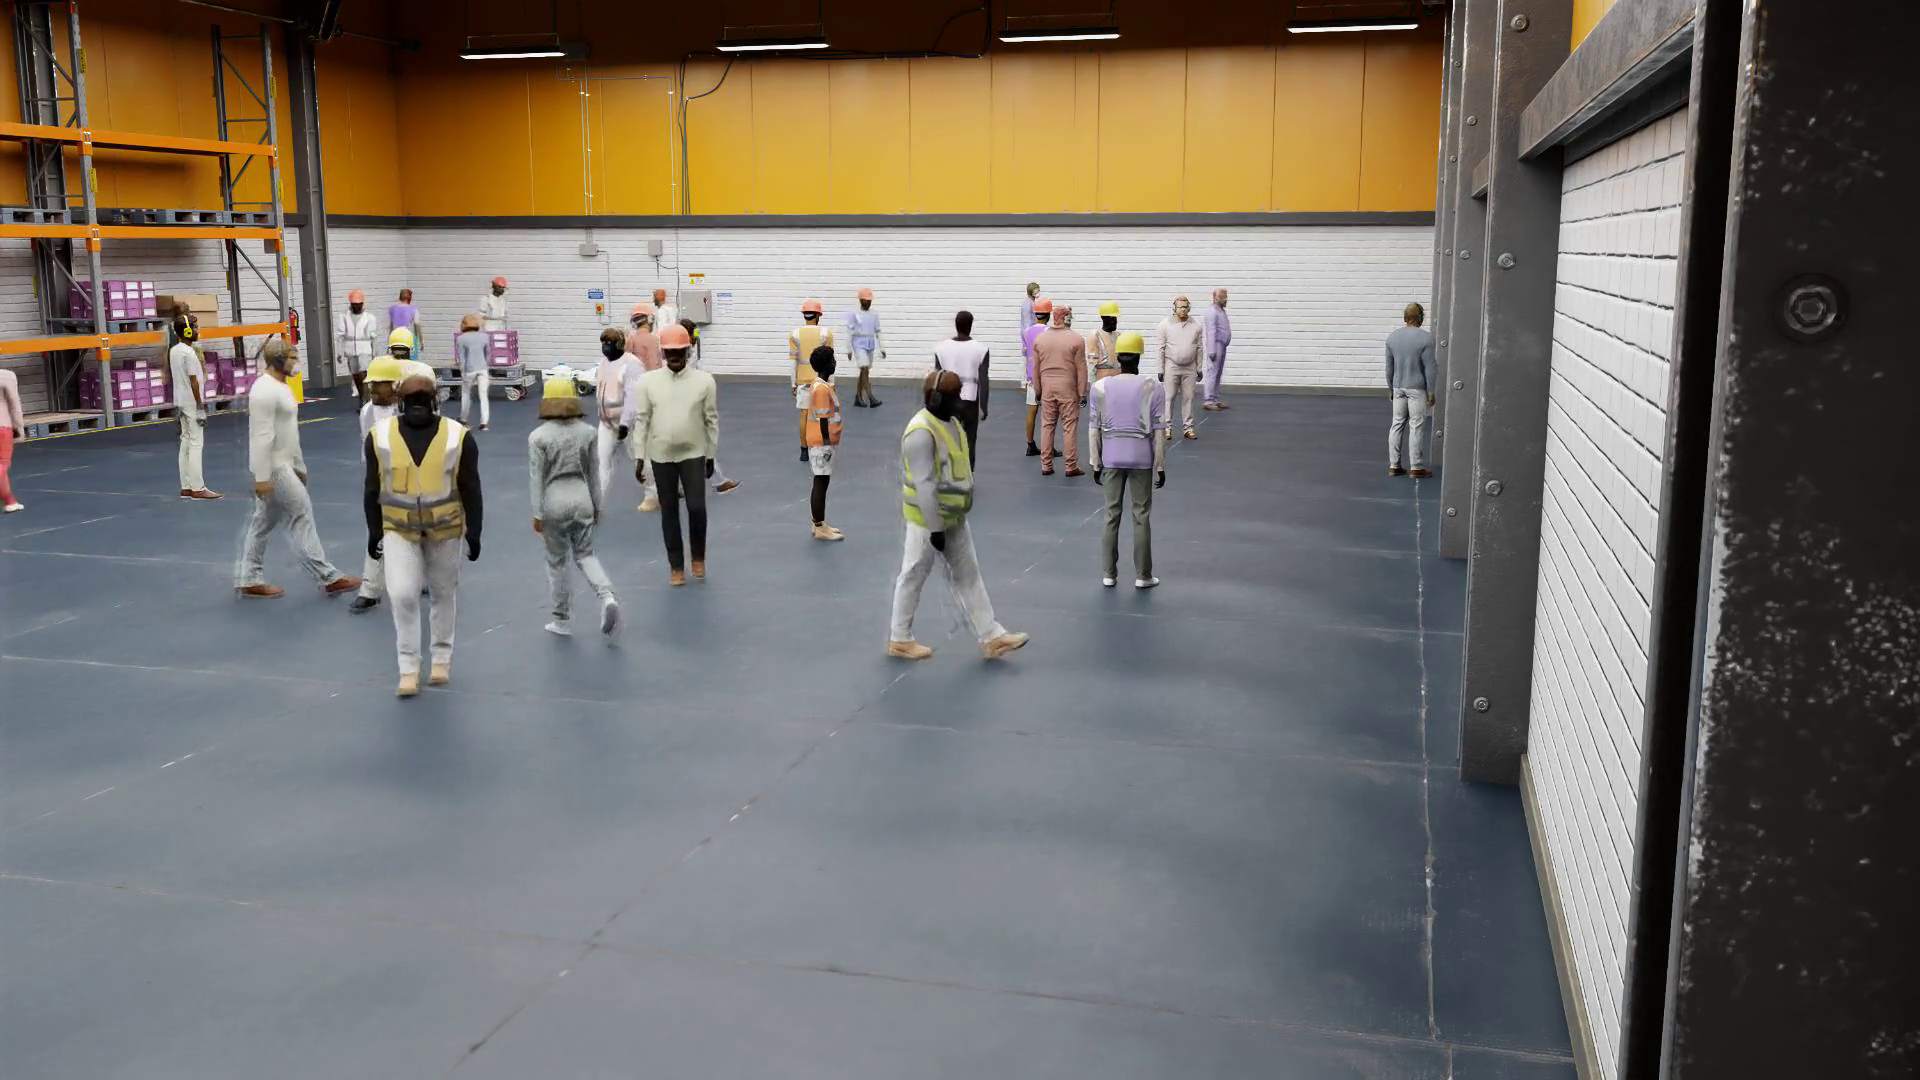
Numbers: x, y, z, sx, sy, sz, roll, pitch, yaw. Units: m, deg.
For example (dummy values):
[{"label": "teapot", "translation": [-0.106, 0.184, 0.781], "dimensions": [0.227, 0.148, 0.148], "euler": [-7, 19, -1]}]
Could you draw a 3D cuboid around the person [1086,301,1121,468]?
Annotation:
[{"label": "person", "translation": [1.705, -1.810, 19.321], "dimensions": [0.363, 1.928, 0.587], "euler": [8, 13, 40]}]

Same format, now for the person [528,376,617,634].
[{"label": "person", "translation": [-2.519, -0.200, 10.818], "dimensions": [0.487, 1.724, 0.618], "euler": [-8, 13, -38]}]

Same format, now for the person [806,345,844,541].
[{"label": "person", "translation": [-1.182, -0.845, 14.498], "dimensions": [0.317, 1.700, 0.538], "euler": [-1, 10, -8]}]

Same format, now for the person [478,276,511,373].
[{"label": "person", "translation": [-8.634, -3.886, 30.856], "dimensions": [0.607, 2.016, 0.673], "euler": [8, 13, 40]}]

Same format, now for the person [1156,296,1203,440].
[{"label": "person", "translation": [2.914, -2.270, 22.014], "dimensions": [0.646, 1.902, 0.399], "euler": [-2, 10, -10]}]

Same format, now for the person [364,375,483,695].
[{"label": "person", "translation": [-3.059, -0.022, 9.489], "dimensions": [0.662, 1.818, 0.728], "euler": [-3, 10, -14]}]

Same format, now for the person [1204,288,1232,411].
[{"label": "person", "translation": [4.042, -2.983, 26.029], "dimensions": [0.403, 1.904, 0.651], "euler": [4, 11, 23]}]

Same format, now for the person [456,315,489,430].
[{"label": "person", "translation": [-6.845, -2.353, 23.335], "dimensions": [0.496, 1.591, 0.831], "euler": [-7, 12, -35]}]

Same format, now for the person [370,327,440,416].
[{"label": "person", "translation": [-4.970, -0.989, 14.935], "dimensions": [0.588, 1.835, 0.403], "euler": [-3, 11, -18]}]

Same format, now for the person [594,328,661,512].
[{"label": "person", "translation": [-3.234, -1.111, 15.772], "dimensions": [0.616, 1.794, 0.984], "euler": [7, 12, 33]}]

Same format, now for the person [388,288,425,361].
[{"label": "person", "translation": [-9.614, -3.451, 28.895], "dimensions": [0.567, 1.824, 0.437], "euler": [3, 10, 16]}]

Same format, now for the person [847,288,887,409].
[{"label": "person", "translation": [-1.435, -3.012, 26.200], "dimensions": [0.568, 1.891, 0.950], "euler": [-8, 13, -37]}]

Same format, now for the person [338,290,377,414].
[{"label": "person", "translation": [-9.274, -2.915, 25.682], "dimensions": [0.554, 1.903, 0.951], "euler": [-1, 10, -5]}]

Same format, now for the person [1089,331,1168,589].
[{"label": "person", "translation": [1.257, -0.592, 12.419], "dimensions": [0.586, 1.929, 0.361], "euler": [3, 11, 18]}]

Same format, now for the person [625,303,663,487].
[{"label": "person", "translation": [-3.327, -1.538, 17.743], "dimensions": [0.400, 1.938, 0.687], "euler": [-9, 14, -42]}]

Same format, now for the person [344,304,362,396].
[{"label": "person", "translation": [-10.268, -3.280, 28.520], "dimensions": [0.544, 1.618, 0.553], "euler": [1, 10, 7]}]

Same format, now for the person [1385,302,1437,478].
[{"label": "person", "translation": [4.990, -1.652, 18.397], "dimensions": [0.372, 1.940, 0.631], "euler": [-9, 13, -41]}]

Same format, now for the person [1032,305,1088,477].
[{"label": "person", "translation": [1.130, -1.658, 18.537], "dimensions": [0.646, 1.900, 0.401], "euler": [5, 11, 27]}]

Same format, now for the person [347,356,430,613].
[{"label": "person", "translation": [-4.006, -0.414, 11.851], "dimensions": [0.600, 1.787, 0.959], "euler": [3, 11, 19]}]

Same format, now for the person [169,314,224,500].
[{"label": "person", "translation": [-7.768, -1.341, 16.832], "dimensions": [0.509, 1.872, 0.329], "euler": [9, 13, 42]}]

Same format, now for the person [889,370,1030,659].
[{"label": "person", "translation": [-0.042, -0.128, 10.151], "dimensions": [0.933, 1.795, 0.659], "euler": [4, 11, 23]}]

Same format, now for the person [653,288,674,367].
[{"label": "person", "translation": [-4.774, -3.189, 27.307], "dimensions": [0.528, 1.874, 0.592], "euler": [0, 10, -1]}]

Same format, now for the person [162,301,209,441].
[{"label": "person", "translation": [-10.218, -2.243, 22.052], "dimensions": [0.552, 1.823, 0.688], "euler": [2, 10, 10]}]

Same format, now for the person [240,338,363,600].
[{"label": "person", "translation": [-4.791, -0.500, 11.994], "dimensions": [0.985, 1.891, 0.641], "euler": [-2, 10, -13]}]

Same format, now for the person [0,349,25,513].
[{"label": "person", "translation": [-9.124, -1.069, 15.652], "dimensions": [0.531, 1.733, 0.820], "euler": [0, 10, 1]}]

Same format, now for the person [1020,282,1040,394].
[{"label": "person", "translation": [1.221, -3.514, 28.941], "dimensions": [0.351, 1.936, 0.634], "euler": [2, 10, 11]}]

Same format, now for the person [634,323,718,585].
[{"label": "person", "translation": [-2.135, -0.631, 12.499], "dimensions": [0.620, 1.976, 0.442], "euler": [-1, 10, -6]}]

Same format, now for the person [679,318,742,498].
[{"label": "person", "translation": [-2.673, -1.338, 16.960], "dimensions": [0.931, 1.816, 0.561], "euler": [-7, 12, -35]}]

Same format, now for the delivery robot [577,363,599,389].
[{"label": "delivery robot", "translation": [-6.186, -2.791, 28.492], "dimensions": [0.707, 0.478, 0.477], "euler": [0, 10, 0]}]

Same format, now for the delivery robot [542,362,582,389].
[{"label": "delivery robot", "translation": [-6.879, -2.837, 28.753], "dimensions": [0.707, 0.478, 0.477], "euler": [5, 11, 28]}]

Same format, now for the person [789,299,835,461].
[{"label": "person", "translation": [-1.749, -1.893, 19.789], "dimensions": [0.543, 1.928, 0.374], "euler": [1, 10, 3]}]

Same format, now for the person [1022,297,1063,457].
[{"label": "person", "translation": [1.006, -1.971, 20.189], "dimensions": [0.552, 1.942, 0.342], "euler": [9, 13, 40]}]

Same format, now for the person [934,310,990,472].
[{"label": "person", "translation": [0.011, -1.472, 17.520], "dimensions": [0.598, 1.887, 0.839], "euler": [1, 10, 5]}]
